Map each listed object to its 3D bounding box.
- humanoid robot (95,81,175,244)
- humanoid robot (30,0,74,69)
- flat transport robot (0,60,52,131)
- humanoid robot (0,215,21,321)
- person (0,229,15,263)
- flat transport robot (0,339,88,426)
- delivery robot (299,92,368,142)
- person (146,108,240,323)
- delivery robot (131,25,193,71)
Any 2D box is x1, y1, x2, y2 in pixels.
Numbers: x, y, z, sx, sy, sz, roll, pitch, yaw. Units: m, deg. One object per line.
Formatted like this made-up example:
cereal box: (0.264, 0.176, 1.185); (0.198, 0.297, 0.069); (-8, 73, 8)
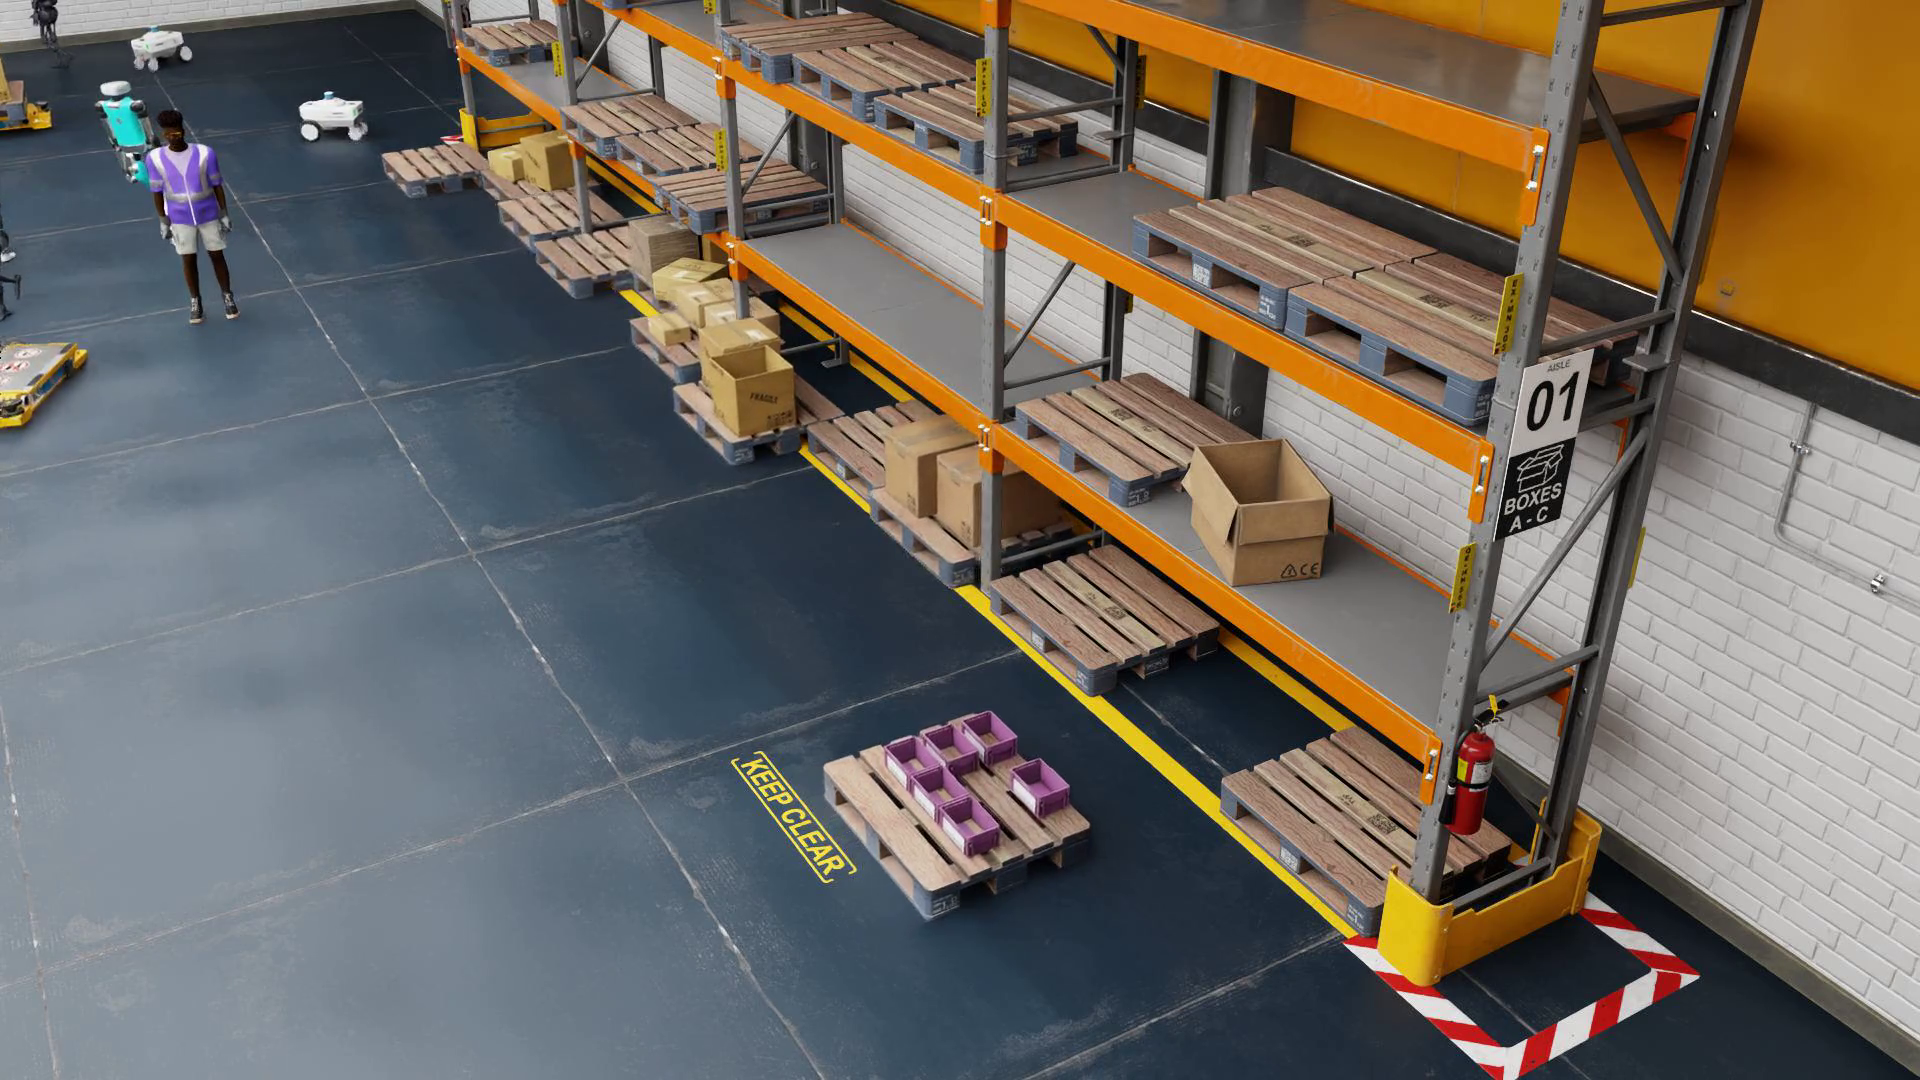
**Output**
humanoid robot: (-8.209, -3.811, 16.966); (0.551, 1.840, 0.780); (6, 30, 11)
humanoid robot: (-12.857, -7.501, 23.451); (0.440, 1.637, 0.600); (-5, 30, -8)
flat transport robot: (-12.255, -5.279, 20.951); (1.431, 0.231, 0.659); (-13, 32, -22)
humanoid robot: (-8.945, -2.867, 15.279); (0.584, 1.639, 0.576); (5, 30, 9)
person: (-9.810, -3.558, 16.456); (0.466, 1.707, 0.369); (-7, 30, -12)
flat transport robot: (-7.944, -1.325, 13.970); (0.659, 0.231, 1.431); (-2, 30, -4)
delivery robot: (-7.776, -5.247, 20.592); (0.773, 0.582, 0.499); (-1, 30, -1)
person: (-6.961, -2.944, 15.109); (0.611, 1.963, 0.361); (-12, 32, -20)
delivery robot: (-11.447, -7.047, 23.801); (0.499, 0.613, 0.807); (12, 32, 20)
